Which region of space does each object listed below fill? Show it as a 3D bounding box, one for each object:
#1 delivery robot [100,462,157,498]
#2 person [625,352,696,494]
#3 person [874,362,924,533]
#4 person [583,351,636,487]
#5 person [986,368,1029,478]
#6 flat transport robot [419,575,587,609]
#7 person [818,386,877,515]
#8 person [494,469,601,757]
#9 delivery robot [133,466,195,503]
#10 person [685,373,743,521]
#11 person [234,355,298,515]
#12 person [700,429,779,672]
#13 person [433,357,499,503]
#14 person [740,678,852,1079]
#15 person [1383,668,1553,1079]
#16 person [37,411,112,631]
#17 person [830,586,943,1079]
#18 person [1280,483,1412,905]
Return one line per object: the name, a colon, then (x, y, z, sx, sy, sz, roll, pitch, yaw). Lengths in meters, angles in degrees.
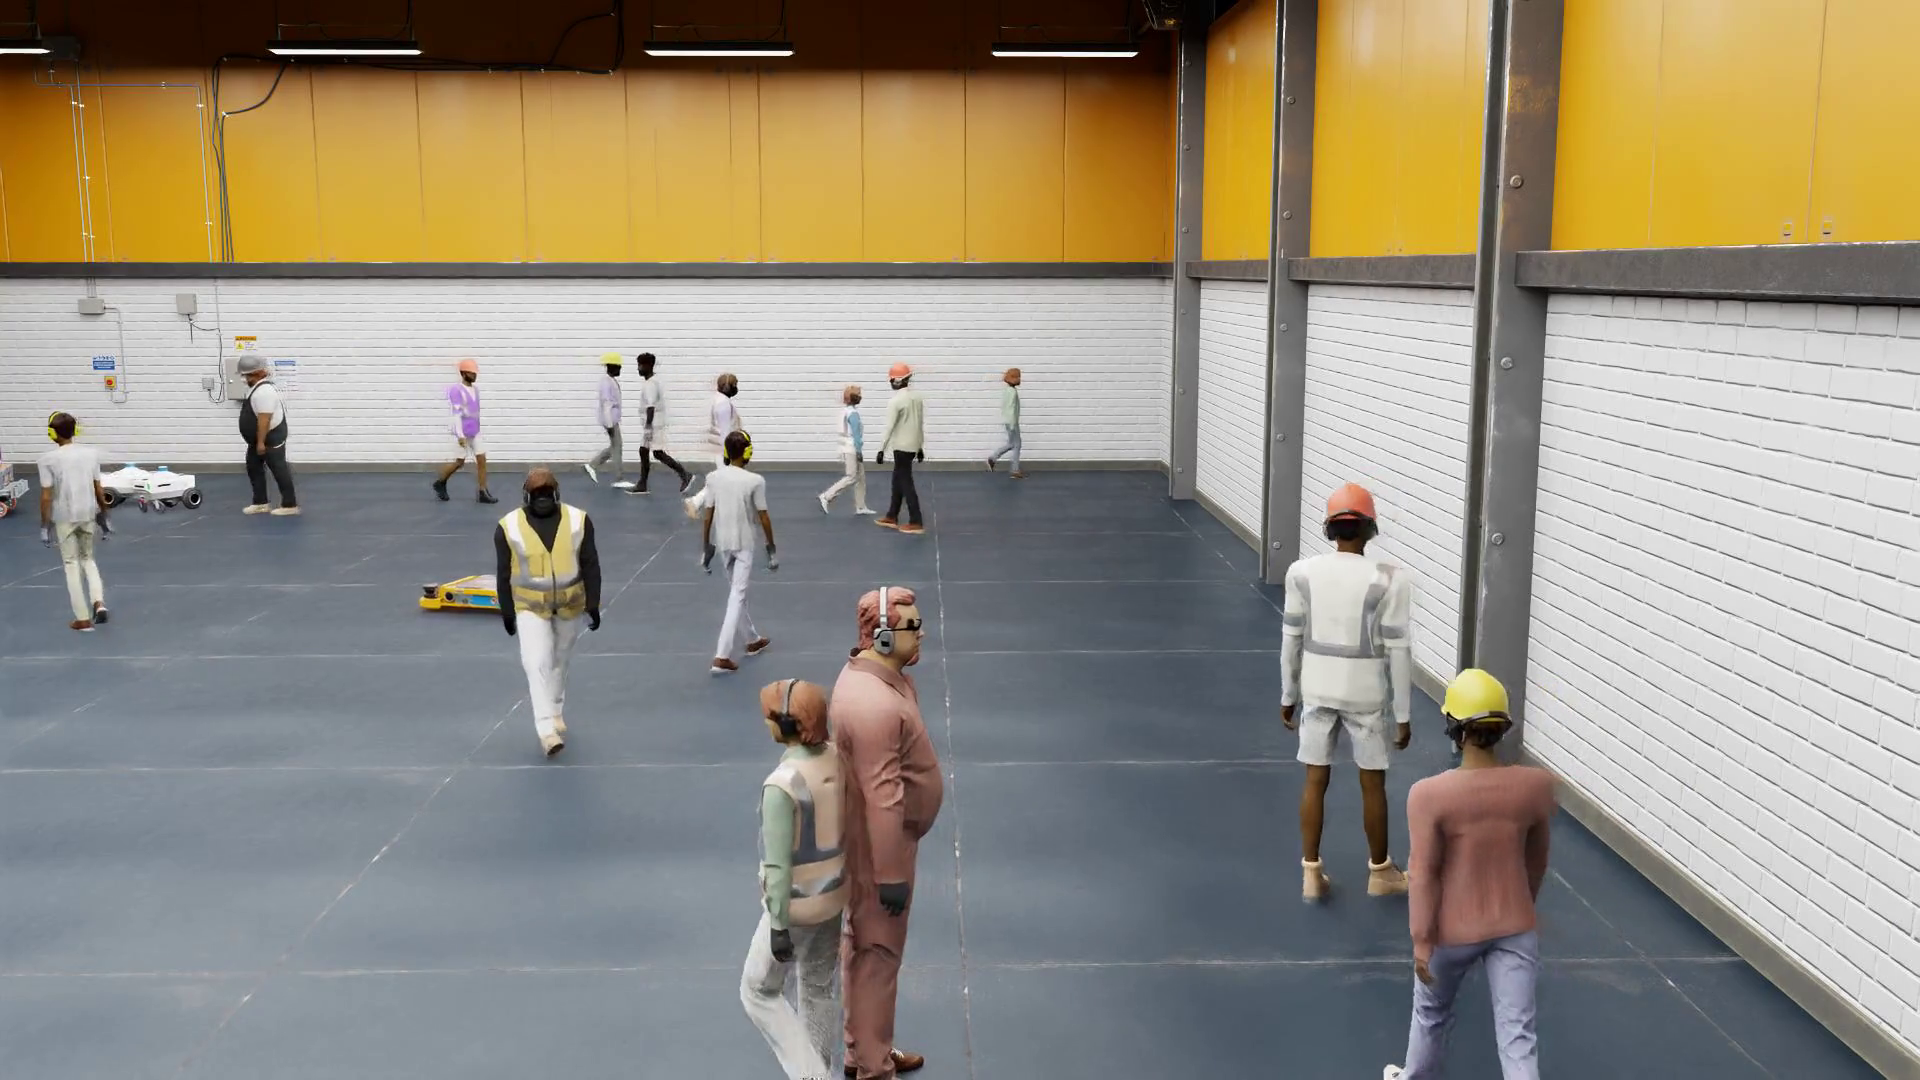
delivery robot: (-10.614, -0.751, 21.288, 0.707, 0.478, 0.477, -2, 9, -14)
person: (-4.041, -1.560, 22.339, 0.906, 1.938, 0.613, -1, 9, -6)
person: (-0.712, -1.066, 19.186, 0.756, 1.958, 0.638, 5, 10, 27)
person: (-4.880, -1.670, 23.068, 0.655, 1.908, 0.594, -1, 9, -4)
person: (0.702, -1.693, 24.101, 0.546, 1.613, 0.509, -1, 9, -7)
flat transport robot: (-4.031, 0.481, 14.887, 1.431, 0.197, 0.652, 3, 10, 16)
person: (-1.385, -1.086, 20.374, 0.671, 1.613, 0.516, -1, 9, -8)
person: (-2.592, 0.440, 10.543, 0.620, 1.781, 1.002, -4, 10, -24)
delivery robot: (-9.985, -0.682, 20.863, 0.477, 0.478, 0.707, 5, 10, 28)
person: (-2.865, -1.061, 19.626, 0.709, 1.817, 0.645, -2, 10, -14)
person: (-8.546, -1.294, 20.357, 0.735, 2.000, 0.703, -6, 11, -32)
person: (-1.684, 0.066, 12.724, 0.561, 1.819, 1.005, 4, 10, 21)
person: (-6.441, -1.419, 21.549, 0.858, 1.910, 0.549, 4, 10, 24)
person: (-0.562, 1.279, 5.841, 0.359, 1.627, 0.528, 5, 10, 26)
person: (1.724, 1.283, 5.564, 0.525, 1.714, 0.952, -1, 9, -5)
person: (-7.428, -0.154, 13.935, 0.389, 1.853, 0.566, 8, 12, 39)
person: (-0.261, 1.108, 6.038, 0.400, 1.910, 0.643, -1, 9, -7)
person: (1.896, 0.747, 7.969, 0.734, 2.017, 0.537, 6, 11, 31)
